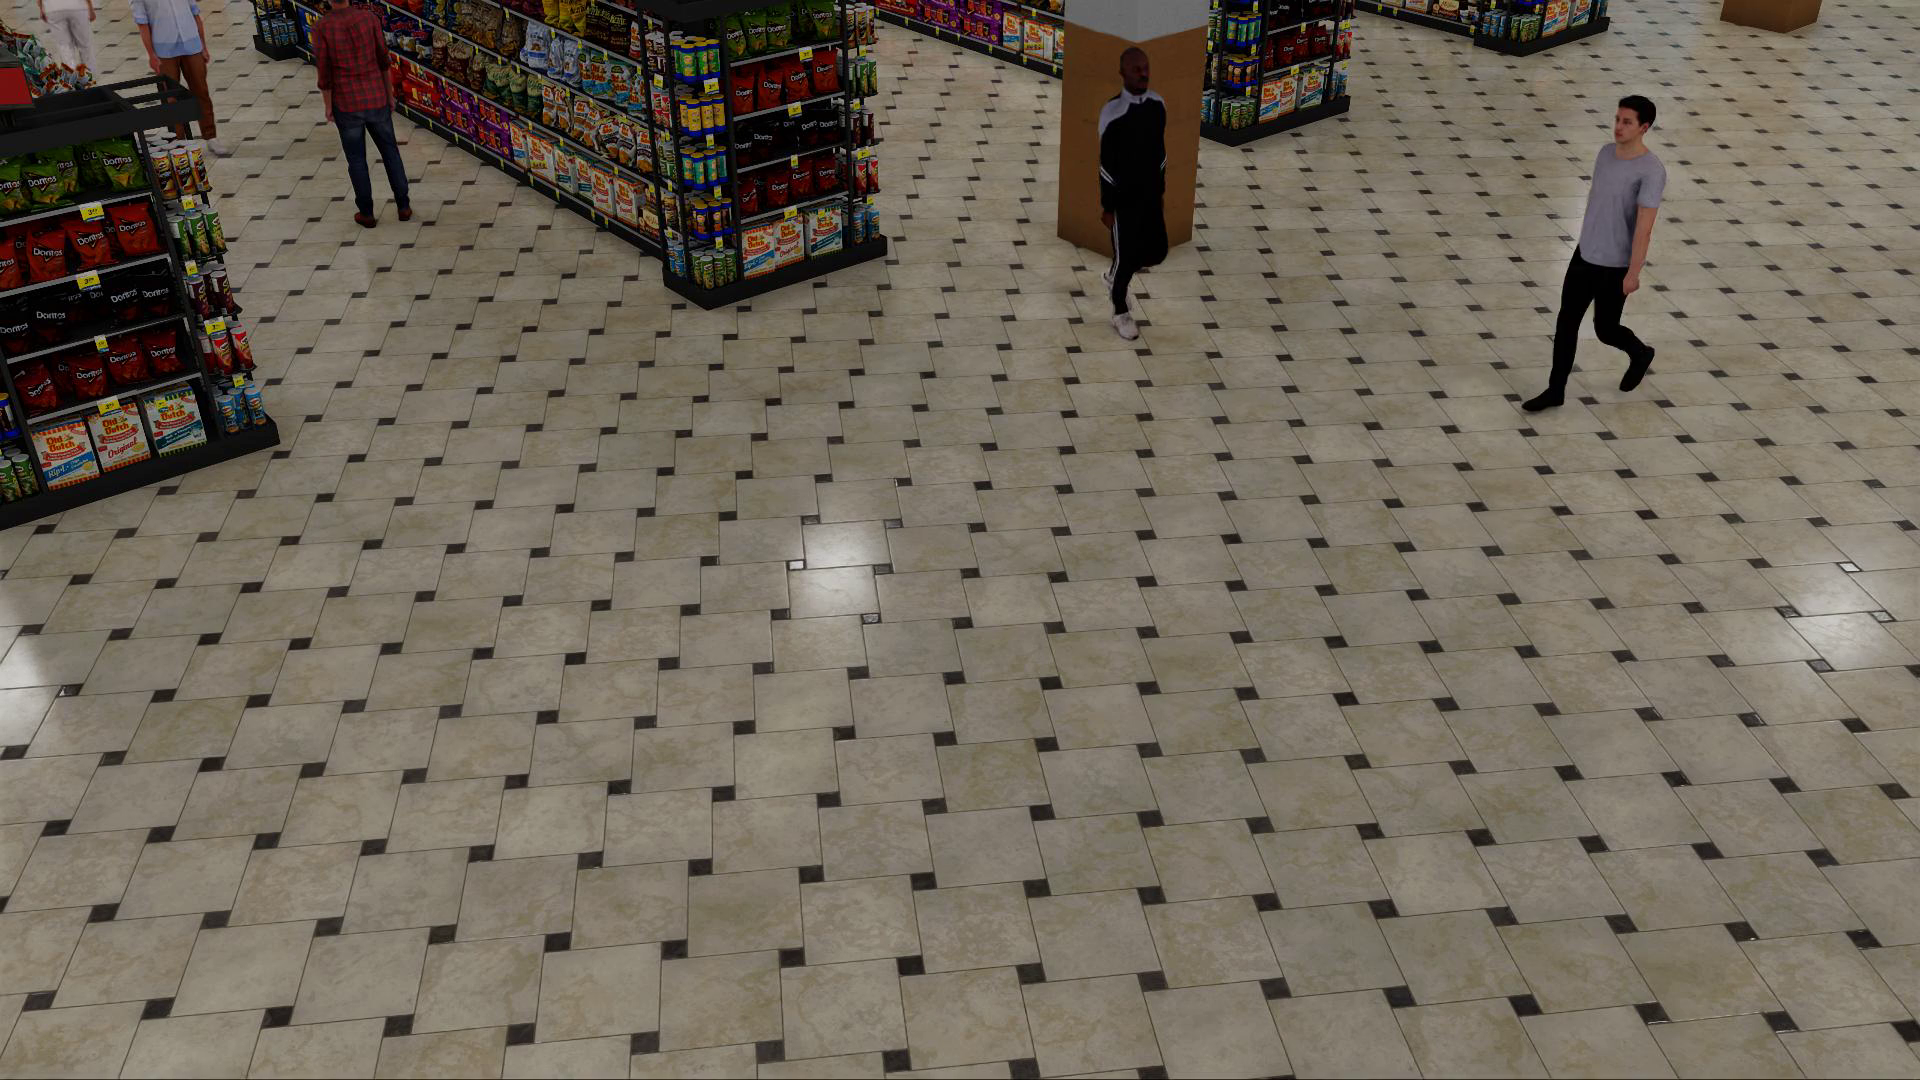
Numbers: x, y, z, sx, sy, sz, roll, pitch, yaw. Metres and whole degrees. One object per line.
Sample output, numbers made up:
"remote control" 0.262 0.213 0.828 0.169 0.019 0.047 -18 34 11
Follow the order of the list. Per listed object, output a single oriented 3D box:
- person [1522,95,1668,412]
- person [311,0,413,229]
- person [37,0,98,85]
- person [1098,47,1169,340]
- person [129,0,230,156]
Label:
"person" 3.734 -1.585 9.424 0.931 1.840 1.088 -13 34 -20
"person" -4.328 -3.180 11.996 0.717 1.831 0.598 -18 36 -26
"person" -7.794 -4.626 14.469 0.792 1.674 0.964 -10 33 -16
"person" 1.029 -2.199 10.438 0.716 1.812 0.785 -19 37 -28
"person" -6.257 -3.948 13.238 0.605 1.824 0.695 26 40 35
